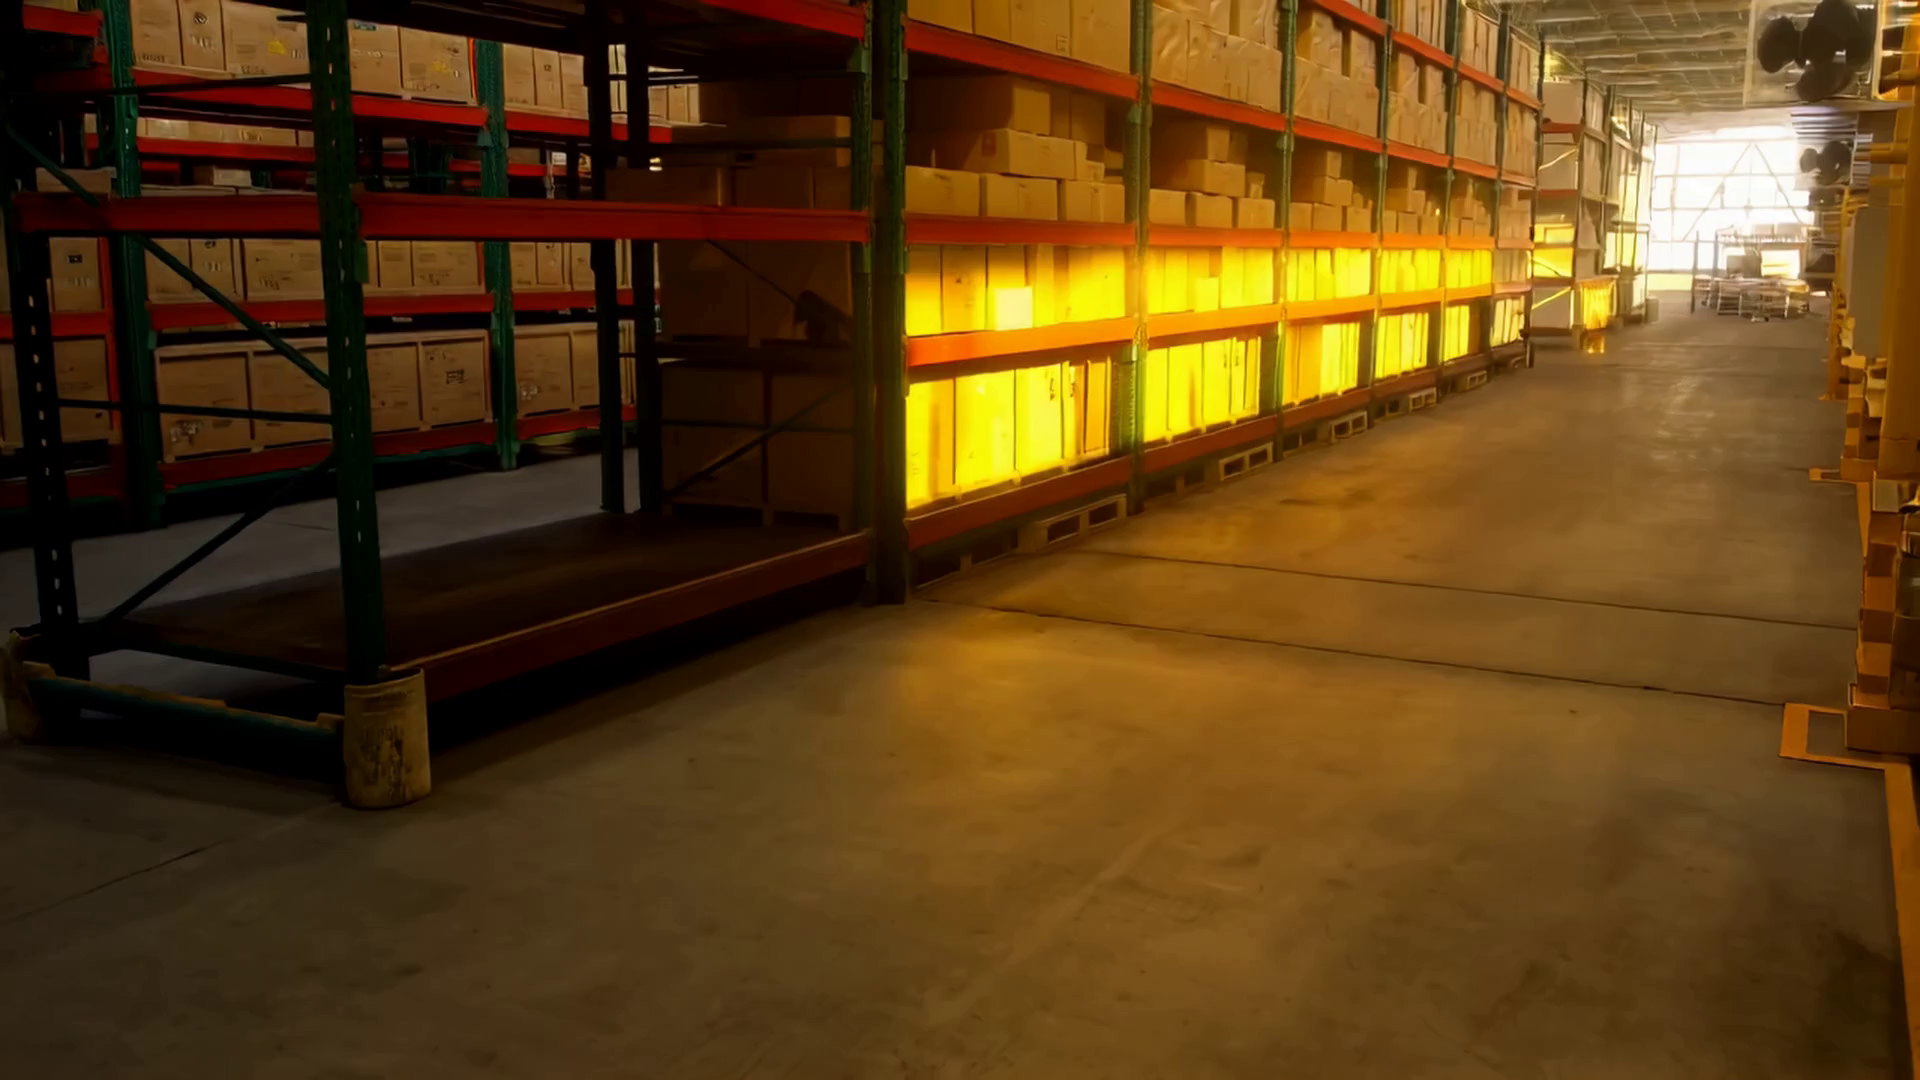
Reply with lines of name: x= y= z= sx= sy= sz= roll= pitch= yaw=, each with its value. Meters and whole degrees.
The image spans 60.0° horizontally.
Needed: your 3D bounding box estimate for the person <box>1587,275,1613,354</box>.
person: x=13.793 y=-4.853 z=35.861 sx=0.533 sy=1.697 sz=0.322 roll=0 pitch=10 yaw=-2
